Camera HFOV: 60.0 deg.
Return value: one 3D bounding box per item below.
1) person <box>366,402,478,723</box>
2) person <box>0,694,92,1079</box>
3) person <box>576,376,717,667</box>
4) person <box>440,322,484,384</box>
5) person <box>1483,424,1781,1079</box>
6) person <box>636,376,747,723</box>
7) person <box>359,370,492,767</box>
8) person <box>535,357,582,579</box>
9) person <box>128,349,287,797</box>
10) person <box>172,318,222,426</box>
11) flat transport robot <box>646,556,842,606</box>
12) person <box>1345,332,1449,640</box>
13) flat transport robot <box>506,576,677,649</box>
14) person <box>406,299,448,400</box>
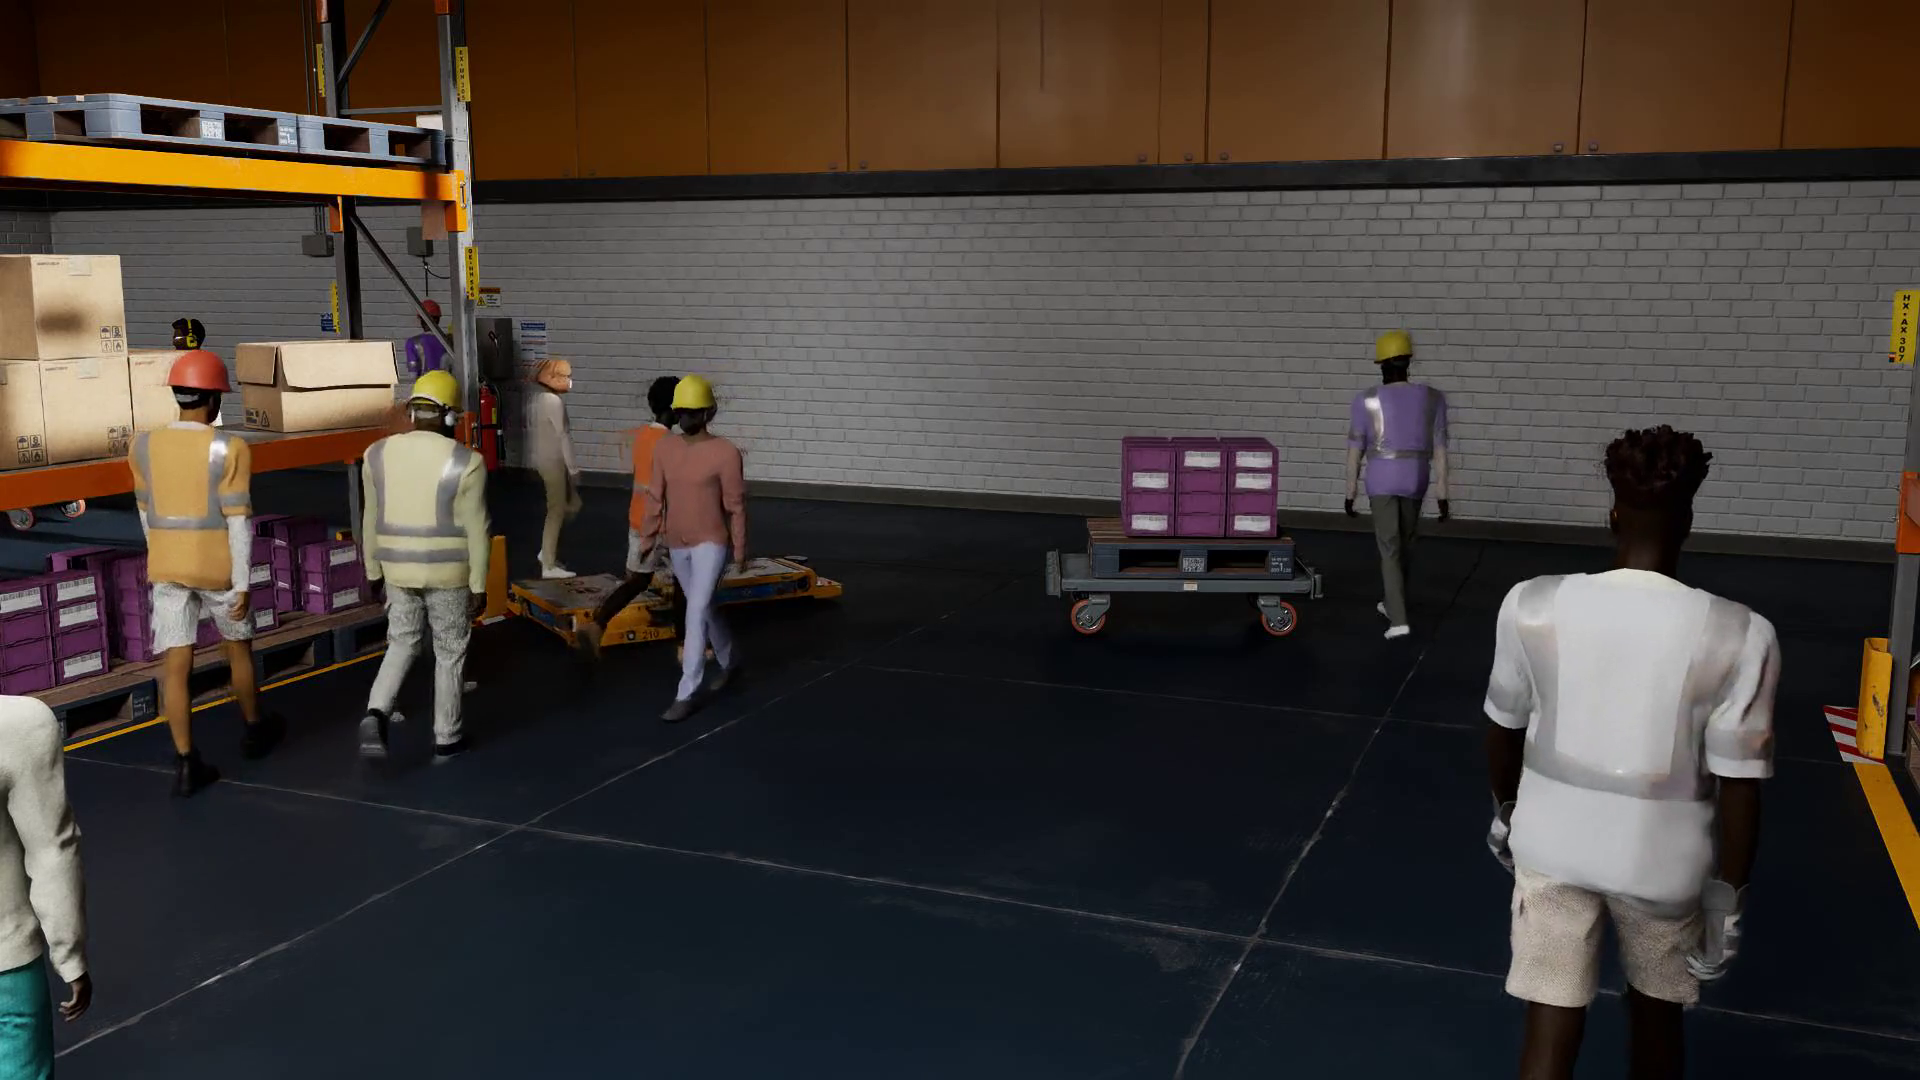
[{"bbox_3d":[-2.766,0.095,8.417,0.494,1.595,0.853,4,10,25],"label":"person"},{"bbox_3d":[-2.026,0.849,3.327,0.533,1.767,0.325,-3,10,-17],"label":"person"},{"bbox_3d":[-1.757,-0.081,9.276,0.769,1.662,0.542,-8,12,-39],"label":"person"},{"bbox_3d":[-4.983,-1.333,16.621,0.365,1.738,0.501,7,11,34],"label":"person"},{"bbox_3d":[1.508,0.693,3.815,0.630,1.910,1.008,5,11,29],"label":"person"},{"bbox_3d":[-1.340,0.008,8.576,0.525,1.725,0.914,5,10,27],"label":"person"},{"bbox_3d":[-2.398,0.158,7.409,0.620,1.805,0.636,1,9,8],"label":"person"},{"bbox_3d":[-2.907,-0.516,12.058,0.373,1.617,0.499,-4,10,-22],"label":"person"},{"bbox_3d":[-3.319,0.113,7.378,0.550,1.899,0.913,0,9,-2],"label":"person"},{"bbox_3d":[-5.972,-0.811,13.113,0.331,1.860,0.509,-4,10,-22],"label":"person"},{"bbox_3d":[-1.576,0.298,11.185,1.431,0.197,0.652,-6,11,-31],"label":"flat transport robot"},{"bbox_3d":[2.691,-0.341,10.268,0.608,1.867,1.000,-1,9,-3],"label":"person"},{"bbox_3d":[-2.317,0.424,10.425,0.652,0.197,1.431,-6,11,-31],"label":"flat transport robot"},{"bbox_3d":[-5.254,-1.426,16.606,0.551,1.933,0.378,-7,12,-38],"label":"person"}]
